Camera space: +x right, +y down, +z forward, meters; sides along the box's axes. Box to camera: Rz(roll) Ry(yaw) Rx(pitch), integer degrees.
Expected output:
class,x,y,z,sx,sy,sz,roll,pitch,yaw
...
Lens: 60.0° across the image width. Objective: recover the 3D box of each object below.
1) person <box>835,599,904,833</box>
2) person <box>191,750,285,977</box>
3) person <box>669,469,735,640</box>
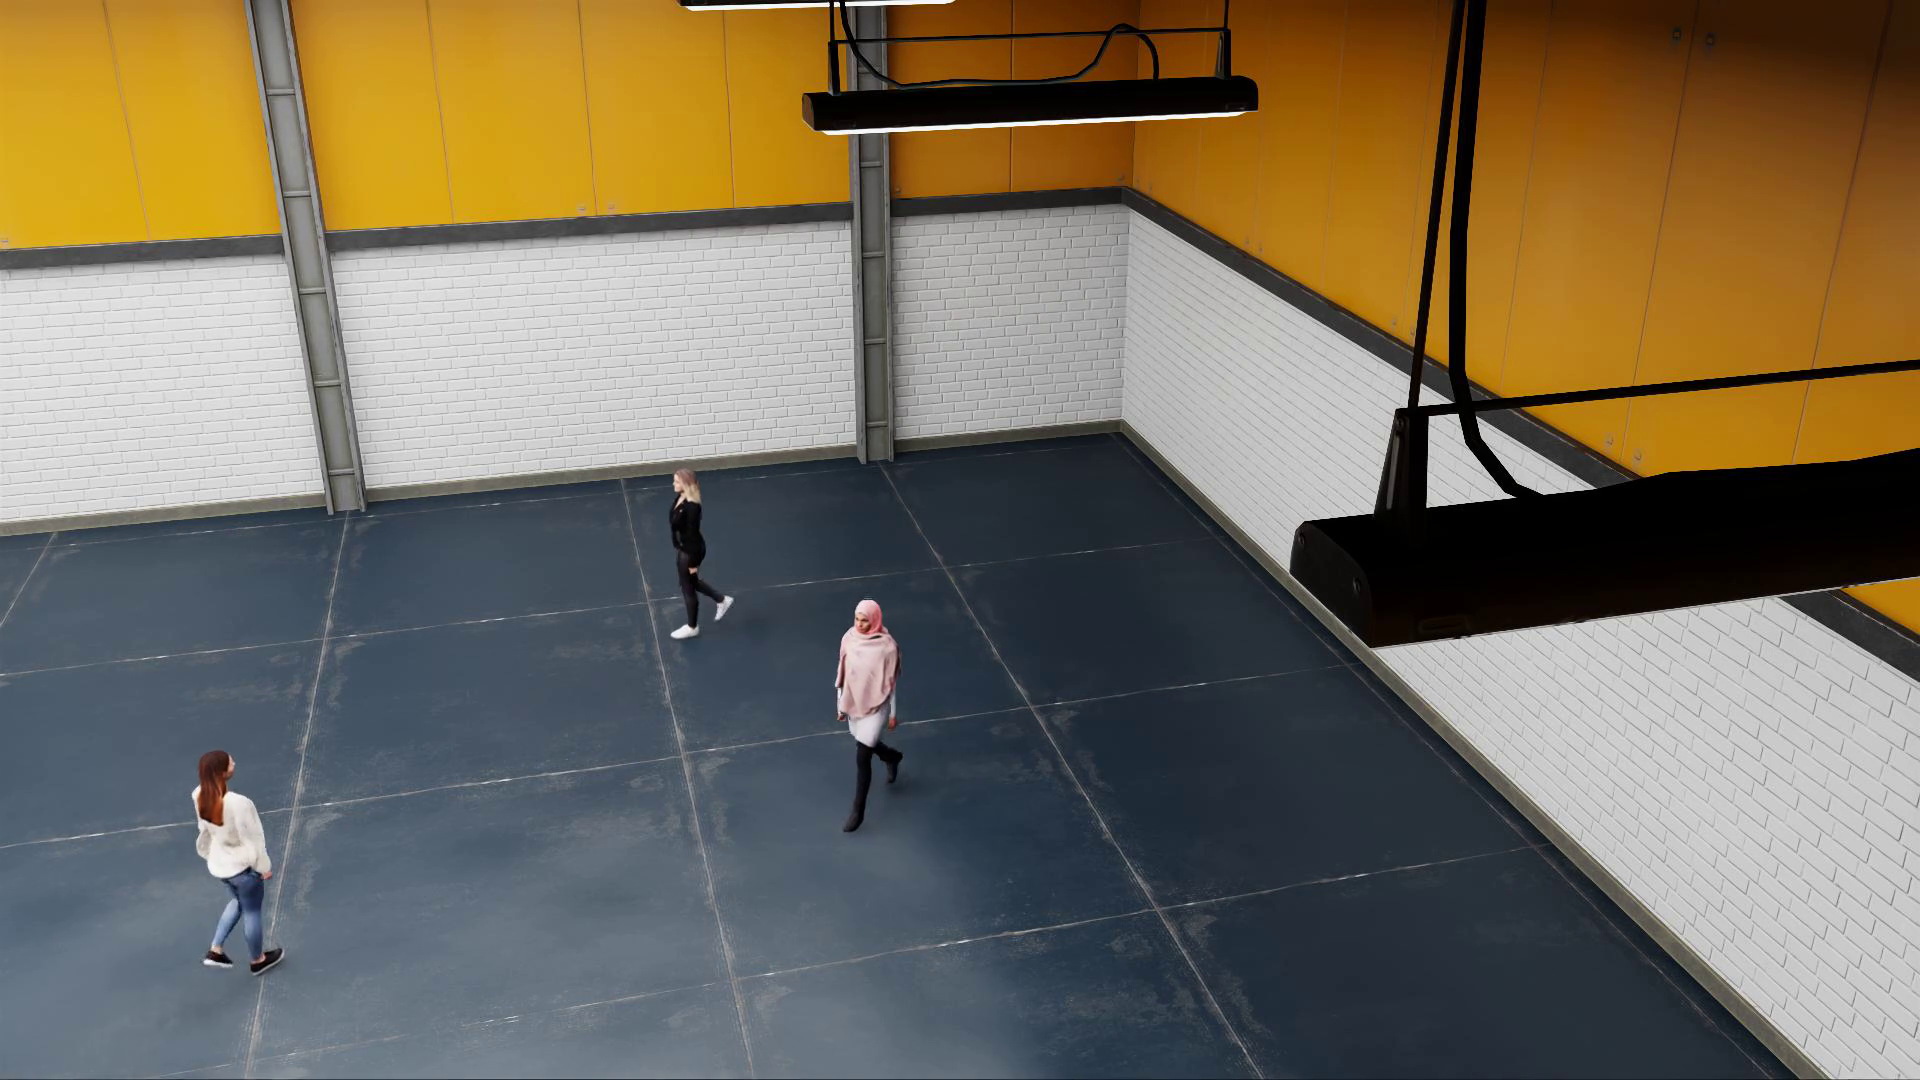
class,x,y,z,sx,sy,sz,roll,pitch,yaw
person,-0.660,1.258,12.581,1.163,1.772,1.175,11,26,24
person,-4.711,2.130,10.698,0.828,1.681,0.891,14,27,29
person,-2.395,0.111,15.324,0.863,1.676,0.666,-8,25,-18
